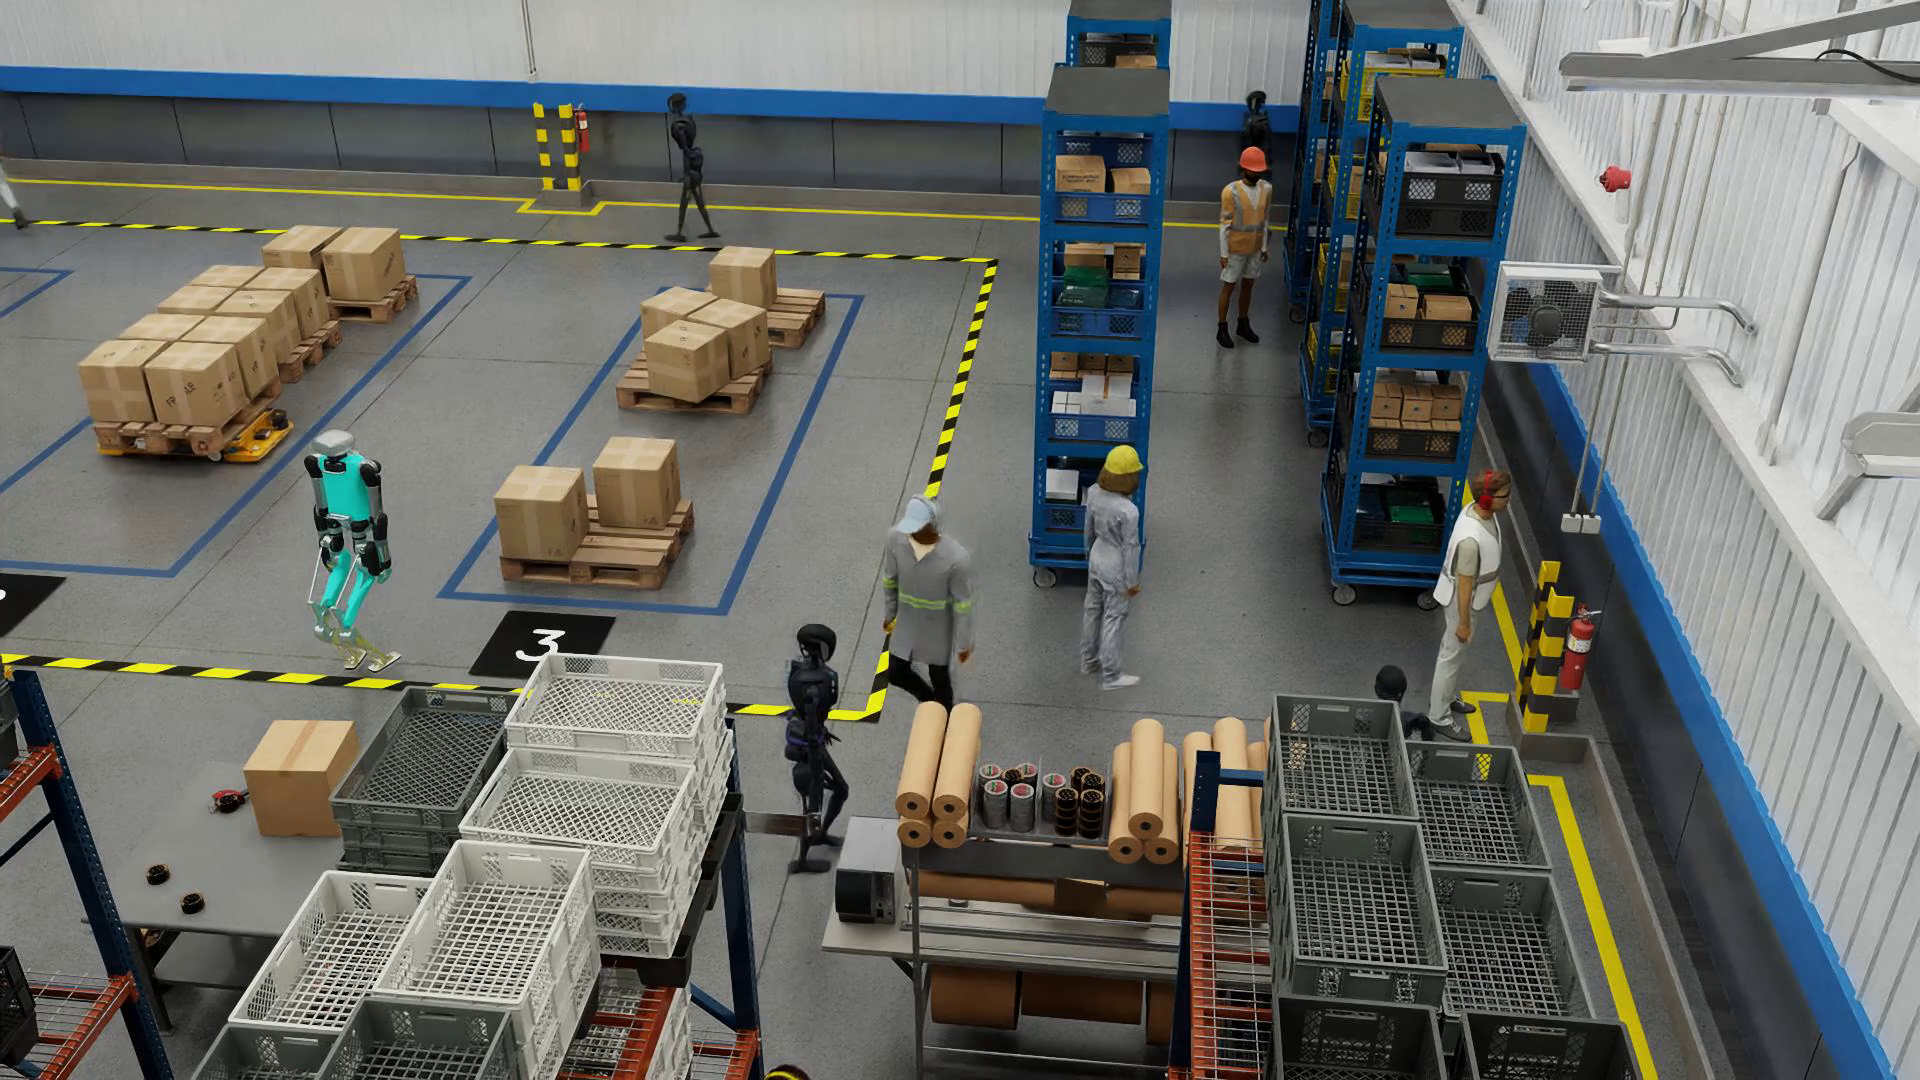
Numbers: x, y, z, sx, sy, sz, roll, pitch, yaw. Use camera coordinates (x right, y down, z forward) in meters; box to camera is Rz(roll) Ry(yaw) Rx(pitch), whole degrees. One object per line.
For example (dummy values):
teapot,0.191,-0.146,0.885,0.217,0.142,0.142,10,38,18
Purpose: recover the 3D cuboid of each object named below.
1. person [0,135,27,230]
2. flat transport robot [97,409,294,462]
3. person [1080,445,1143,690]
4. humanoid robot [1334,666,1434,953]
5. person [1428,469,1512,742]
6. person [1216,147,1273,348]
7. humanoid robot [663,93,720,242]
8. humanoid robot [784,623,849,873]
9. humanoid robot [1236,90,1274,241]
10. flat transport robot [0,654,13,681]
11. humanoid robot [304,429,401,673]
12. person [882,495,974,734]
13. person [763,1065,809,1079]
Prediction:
person,-10.930,-4.301,18.528,0.707,1.812,0.603,22,37,33
flat transport robot,-6.550,-0.934,14.250,1.431,0.197,0.652,3,30,6
person,1.015,0.168,10.918,0.322,1.740,0.492,-19,35,-29
humanoid robot,2.210,1.406,8.887,0.589,1.621,0.754,-3,30,-5
person,3.174,0.382,10.444,0.388,1.849,0.564,11,32,19
person,2.707,-2.783,15.796,0.543,1.938,0.356,-14,33,-23
humanoid robot,-3.026,-4.103,18.338,0.638,1.629,0.616,-3,30,-5
humanoid robot,-0.815,1.171,9.261,0.364,1.642,0.610,-1,30,-2
humanoid robot,3.286,-4.161,18.416,0.378,1.640,0.612,-13,33,-22
flat transport robot,-7.142,0.969,11.010,1.431,0.231,0.659,3,30,6
humanoid robot,-4.049,0.154,10.817,0.533,1.677,0.735,9,31,15
person,-0.206,0.533,10.192,0.654,1.840,0.422,15,33,23
person,-0.638,2.724,6.400,0.528,1.873,0.316,19,35,29
